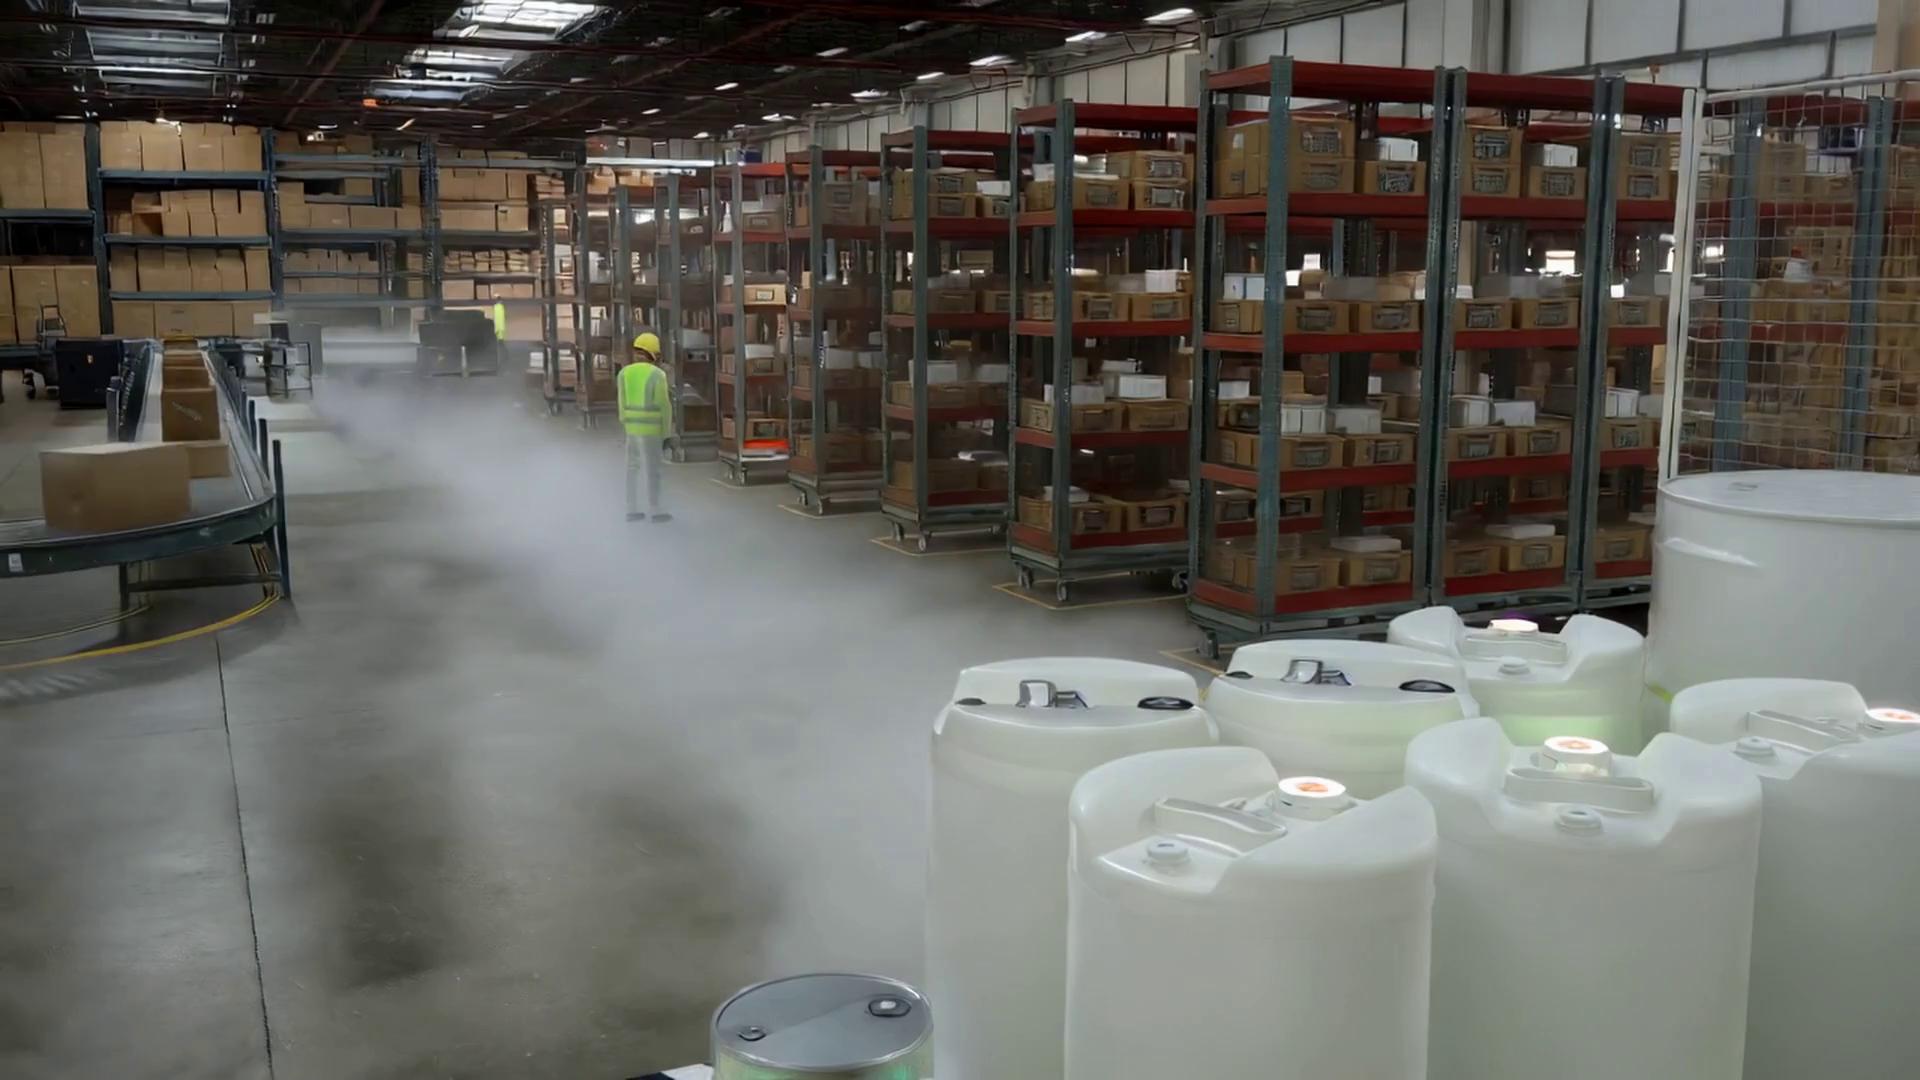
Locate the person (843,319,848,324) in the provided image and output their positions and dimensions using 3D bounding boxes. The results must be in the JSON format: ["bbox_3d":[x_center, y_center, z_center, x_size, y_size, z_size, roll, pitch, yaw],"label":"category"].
[{"bbox_3d":[-3.495,-6.366,48.543,0.638,1.923,0.435,8,12,43],"label":"person"}]

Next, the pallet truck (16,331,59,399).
[{"bbox_3d":[-17.082,-3.353,31.781,1.630,1.274,0.653,-4,10,-25],"label":"pallet truck"}]

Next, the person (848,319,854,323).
[{"bbox_3d":[-2.941,-6.316,48.179,0.603,1.944,0.920,8,12,41],"label":"person"}]

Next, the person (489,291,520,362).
[{"bbox_3d":[-12.247,-5.676,44.359,0.934,1.902,0.556,-4,10,-24],"label":"person"}]

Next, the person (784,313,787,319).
[{"bbox_3d":[-5.023,-6.281,48.506,0.317,1.767,0.534,-4,10,-23],"label":"person"}]

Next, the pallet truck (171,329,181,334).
[{"bbox_3d":[-17.275,-3.851,35.096,1.601,1.201,0.680,0,9,1],"label":"pallet truck"}]

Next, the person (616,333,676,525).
[{"bbox_3d":[-2.994,-1.062,15.927,0.600,1.827,0.404,5,10,28],"label":"person"}]
